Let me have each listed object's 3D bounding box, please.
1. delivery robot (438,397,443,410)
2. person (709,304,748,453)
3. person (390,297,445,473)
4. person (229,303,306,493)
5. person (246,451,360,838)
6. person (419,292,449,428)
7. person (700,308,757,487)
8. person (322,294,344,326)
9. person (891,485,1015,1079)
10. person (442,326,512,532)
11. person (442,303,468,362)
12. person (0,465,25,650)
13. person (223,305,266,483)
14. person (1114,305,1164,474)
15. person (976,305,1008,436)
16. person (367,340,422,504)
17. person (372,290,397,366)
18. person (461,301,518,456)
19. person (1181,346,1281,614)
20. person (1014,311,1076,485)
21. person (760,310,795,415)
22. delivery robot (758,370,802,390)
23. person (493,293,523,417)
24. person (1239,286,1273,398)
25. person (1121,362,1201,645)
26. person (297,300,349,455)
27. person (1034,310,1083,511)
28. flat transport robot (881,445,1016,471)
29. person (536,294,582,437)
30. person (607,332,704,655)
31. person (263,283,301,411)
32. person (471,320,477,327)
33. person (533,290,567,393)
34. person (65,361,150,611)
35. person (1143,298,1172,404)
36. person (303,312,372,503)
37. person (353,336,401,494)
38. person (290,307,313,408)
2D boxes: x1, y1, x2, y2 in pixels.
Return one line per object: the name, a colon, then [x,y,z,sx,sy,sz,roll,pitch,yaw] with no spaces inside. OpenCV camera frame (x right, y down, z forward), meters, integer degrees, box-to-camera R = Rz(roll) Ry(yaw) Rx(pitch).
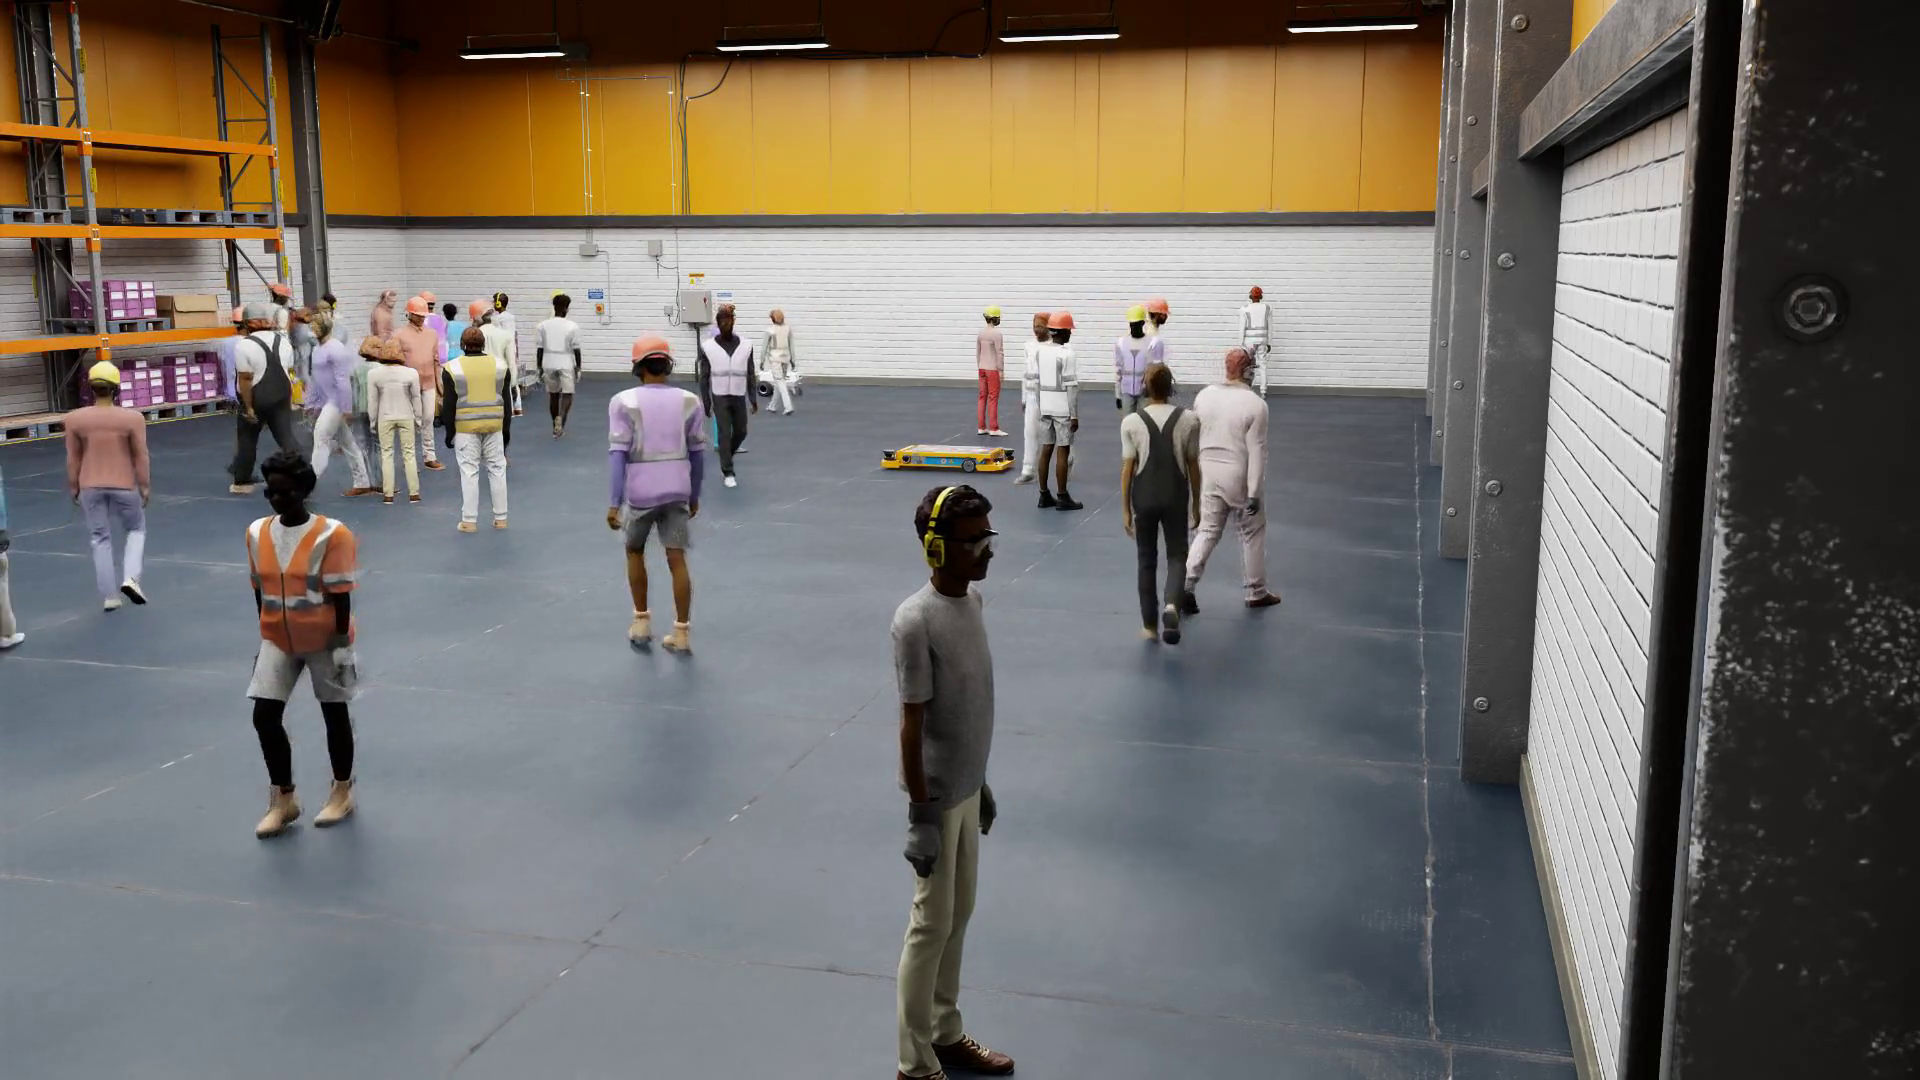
delivery robot: [-7.293,-2.004,24.036,0.477,0.478,0.707,-6,12,-32]
person: [-2.910,-1.990,20.580,0.389,1.842,0.565,-7,12,-34]
person: [-6.133,-1.756,18.844,0.387,1.989,0.608,8,13,39]
person: [-7.132,-1.481,17.134,0.962,2.000,0.685,6,12,32]
person: [-2.852,0.456,7.177,0.541,1.677,0.570,1,10,7]
person: [-7.480,-2.545,23.552,0.510,1.912,0.544,7,12,36]
person: [-2.508,-1.546,17.899,0.594,1.900,0.722,-4,11,-24]
person: [-10.033,-2.969,26.266,0.634,1.809,0.996,-1,10,-8]
person: [-0.019,0.759,4.940,0.314,1.869,0.535,4,11,21]
person: [-4.330,-0.989,14.919,0.624,1.844,0.429,-7,12,-33]
person: [-7.845,-2.851,25.890,0.543,1.674,0.664,-9,13,-41]
person: [-6.130,-0.062,10.289,0.551,1.607,0.724,-2,10,-10]
person: [-7.659,-1.554,17.906,0.401,1.920,0.546,-9,14,-42]
person: [2.014,-1.675,18.607,0.606,1.909,0.539,5,11,25]
person: [0.426,-2.282,22.449,0.327,1.769,0.525,-7,12,-34]
person: [-5.609,-1.170,16.529,0.509,1.632,0.269,-4,11,-21]
person: [-9.218,-3.044,26.498,0.596,1.864,0.707,-2,10,-14]
person: [-5.466,-1.805,19.333,0.616,1.929,1.018,-5,11,-28]
person: [1.871,-0.414,11.586,0.910,1.871,0.643,-10,14,-44]
person: [0.912,-1.536,17.959,0.596,1.860,0.781,9,13,40]
person: [-2.773,-2.720,25.420,0.530,1.592,0.879,-8,13,-39]
delivery robot: [-3.060,-2.766,28.355,0.707,0.478,0.477,2,10,9]
person: [-6.817,-2.775,24.977,0.332,1.864,0.509,3,10,16]
person: [4.964,-3.312,27.954,0.572,1.883,0.358,-1,10,-4]
person: [1.270,-0.213,10.546,0.520,1.829,0.625,1,10,6]
person: [-7.890,-2.025,20.623,0.643,1.907,0.942,-8,13,-39]
person: [0.961,-1.255,16.146,0.359,1.938,0.547,-8,13,-40]
flat transport robot: [-0.128,-0.952,19.148,1.431,0.197,0.652,3,10,15]
person: [-5.343,-2.300,22.091,0.644,1.935,0.721,0,10,2]
person: [-1.936,-0.294,10.503,0.693,2.009,0.721,-6,12,-30]
person: [-10.584,-2.936,25.505,0.675,1.997,0.860,6,12,31]
person: [-6.498,-2.290,22.653,0.495,1.712,0.538,-3,10,-17]
person: [-7.085,-3.438,28.903,0.660,1.802,0.614,-2,10,-11]
person: [-5.960,-0.369,11.663,0.536,1.756,0.391,-3,10,-17]
person: [2.484,-2.013,20.517,0.848,1.902,0.583,0,10,2]
person: [-6.399,-1.319,16.625,1.004,1.885,0.651,-7,12,-36]
person: [-6.047,-1.288,17.199,0.507,1.631,0.276,6,12,32]
person: [-10.384,-2.839,26.058,0.560,1.599,0.576,7,12,34]
